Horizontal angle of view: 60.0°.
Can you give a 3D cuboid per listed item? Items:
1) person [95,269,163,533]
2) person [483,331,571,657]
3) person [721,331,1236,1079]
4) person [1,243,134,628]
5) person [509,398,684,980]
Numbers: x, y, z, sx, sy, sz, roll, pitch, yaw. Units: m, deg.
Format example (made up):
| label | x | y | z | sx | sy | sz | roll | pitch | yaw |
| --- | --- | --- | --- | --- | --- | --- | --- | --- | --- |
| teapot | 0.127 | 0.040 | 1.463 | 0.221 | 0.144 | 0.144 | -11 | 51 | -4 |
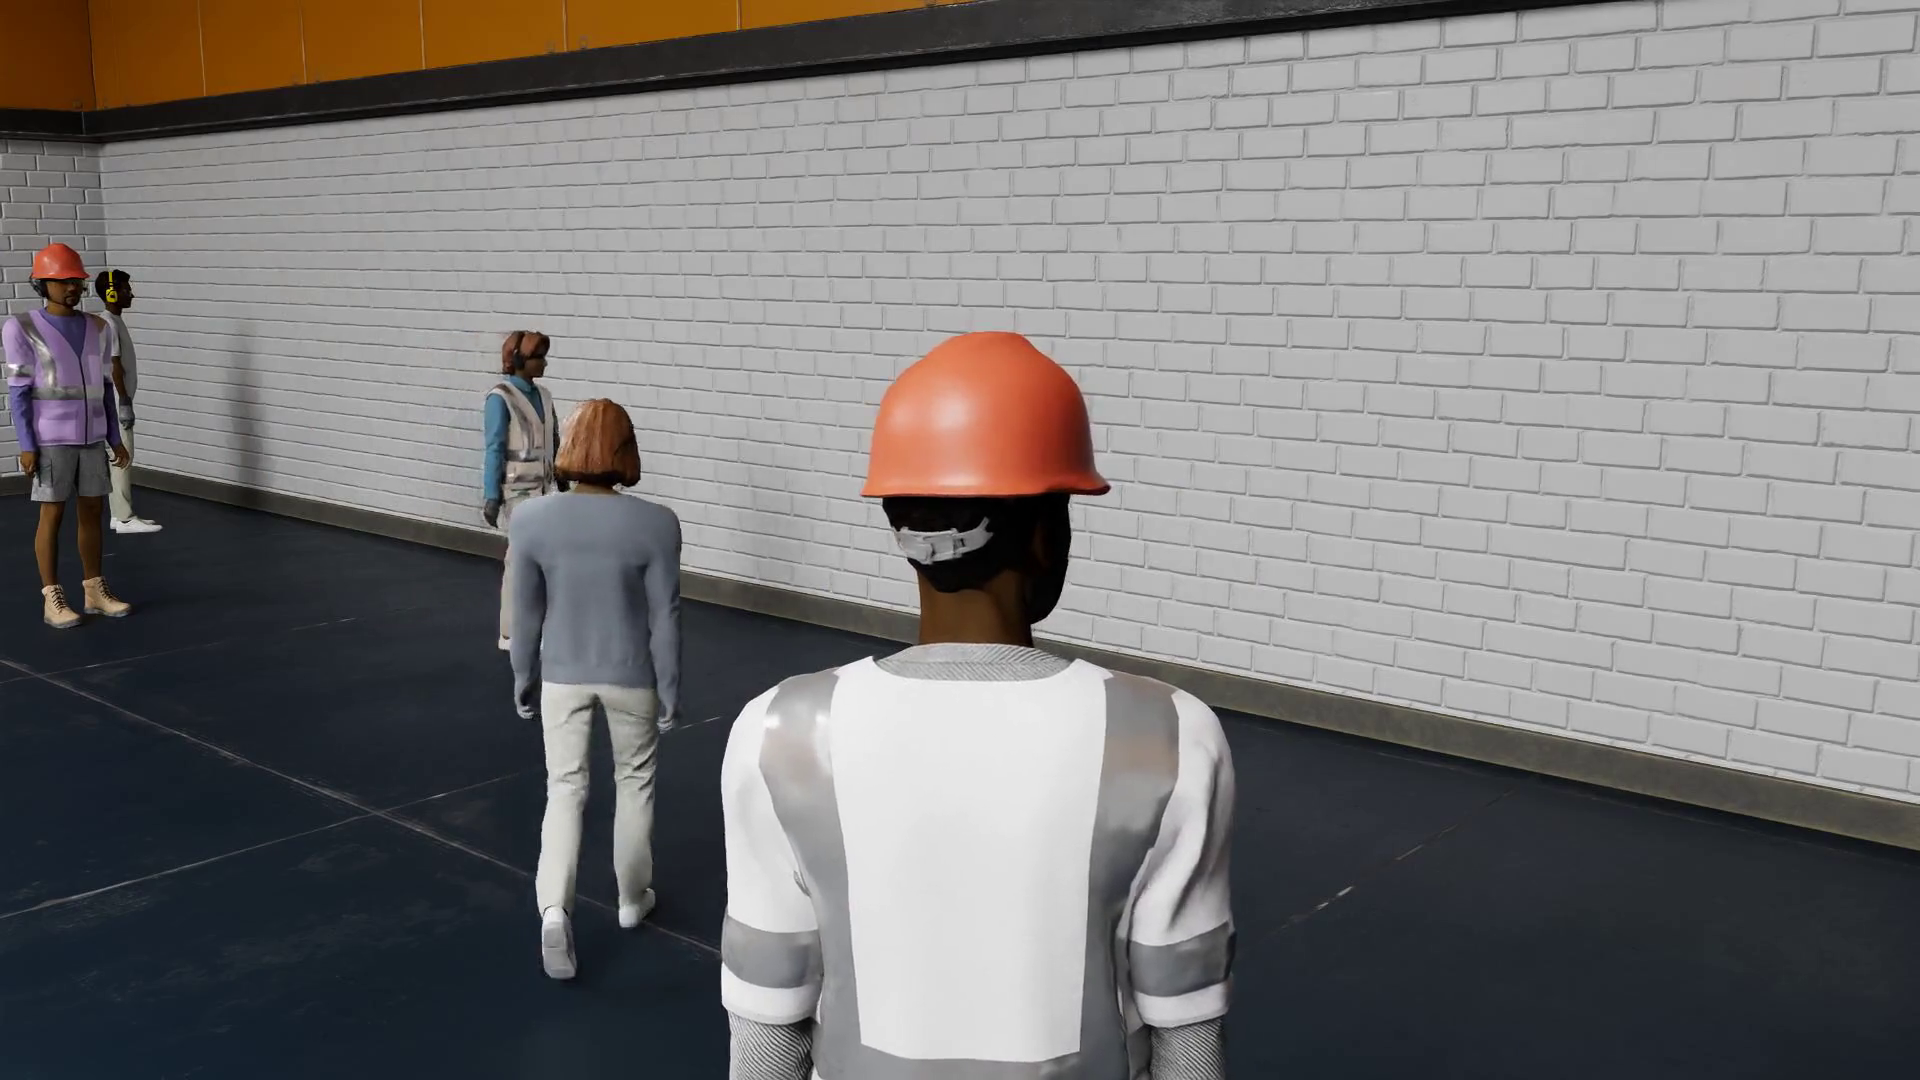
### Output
| label | x | y | z | sx | sy | sz | roll | pitch | yaw |
| --- | --- | --- | --- | --- | --- | --- | --- | --- | --- |
| person | -5.970 | -0.983 | 11.866 | 0.329 | 1.872 | 0.508 | -6 | 12 | -32 |
| person | -2.053 | -0.211 | 8.155 | 0.616 | 1.613 | 0.554 | 2 | 10 | 13 |
| person | 0.019 | 0.742 | 1.859 | 0.547 | 1.934 | 0.376 | 1 | 10 | 4 |
| person | -4.780 | -0.561 | 8.964 | 0.378 | 2.045 | 0.605 | 5 | 11 | 27 |
| person | -1.033 | 0.406 | 4.696 | 0.507 | 1.605 | 0.714 | 0 | 10 | 0 |
